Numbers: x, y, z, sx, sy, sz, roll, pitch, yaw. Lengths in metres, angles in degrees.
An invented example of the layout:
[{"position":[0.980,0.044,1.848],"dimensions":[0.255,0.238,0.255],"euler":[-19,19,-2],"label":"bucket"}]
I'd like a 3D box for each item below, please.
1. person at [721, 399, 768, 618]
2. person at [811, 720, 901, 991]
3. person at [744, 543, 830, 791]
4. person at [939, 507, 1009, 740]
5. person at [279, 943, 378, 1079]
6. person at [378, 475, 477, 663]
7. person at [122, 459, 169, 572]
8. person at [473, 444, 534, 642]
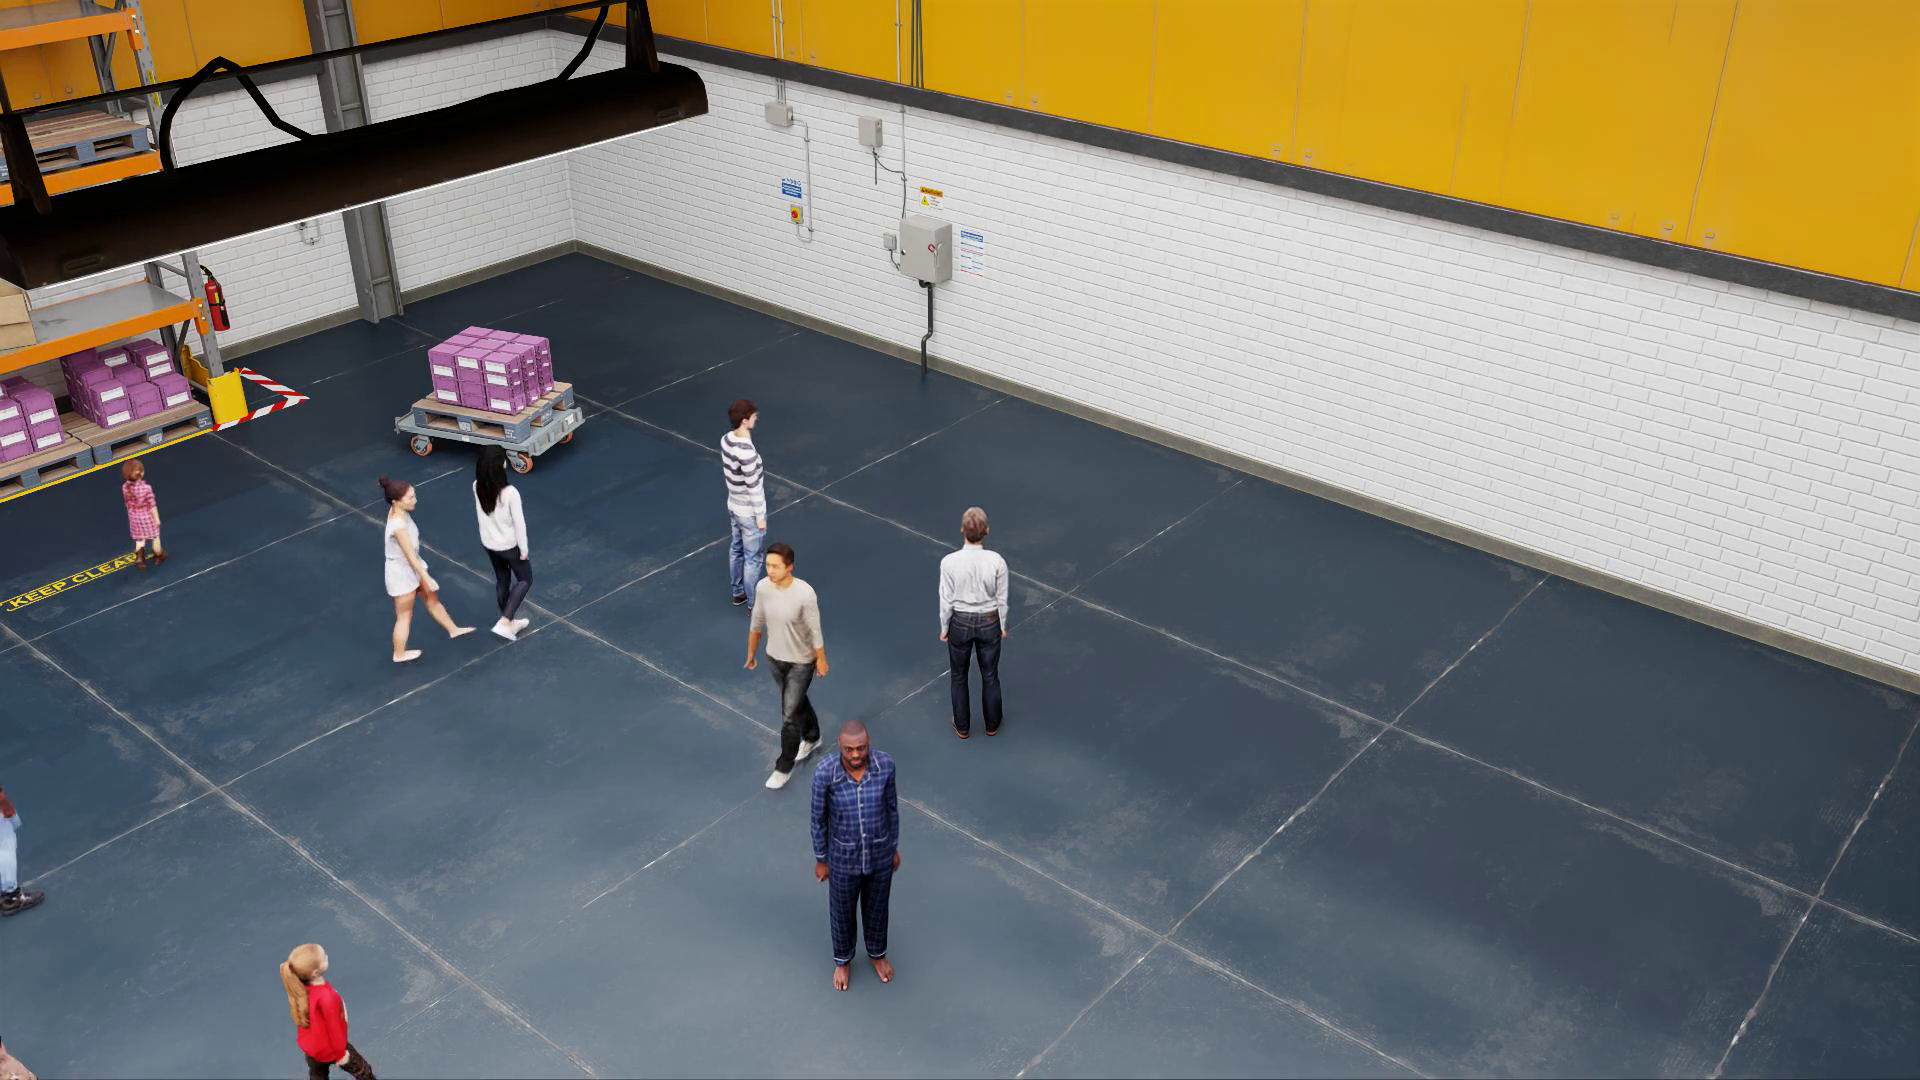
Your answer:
[{"position":[-1.735,-0.265,13.434],"dimensions":[0.642,1.850,0.707],"euler":[-17,33,-28],"label":"person"},{"position":[-0.583,1.808,9.660],"dimensions":[0.752,1.824,0.847],"euler":[-7,29,-13],"label":"person"},{"position":[-1.120,0.775,11.592],"dimensions":[0.774,1.787,0.986],"euler":[16,33,27],"label":"person"},{"position":[0.097,0.597,11.884],"dimensions":[0.734,1.819,0.783],"euler":[-1,29,-2],"label":"person"},{"position":[-3.358,2.658,8.683],"dimensions":[0.525,1.267,0.762],"euler":[20,34,32],"label":"person"},{"position":[-4.319,0.253,12.728],"dimensions":[0.997,1.615,0.886],"euler":[-10,30,-18],"label":"person"},{"position":[-7.002,-0.202,14.193],"dimensions":[0.627,1.011,0.699],"euler":[0,29,0],"label":"person"},{"position":[-3.630,0.065,12.993],"dimensions":[0.732,1.691,0.827],"euler":[12,31,21],"label":"person"}]
